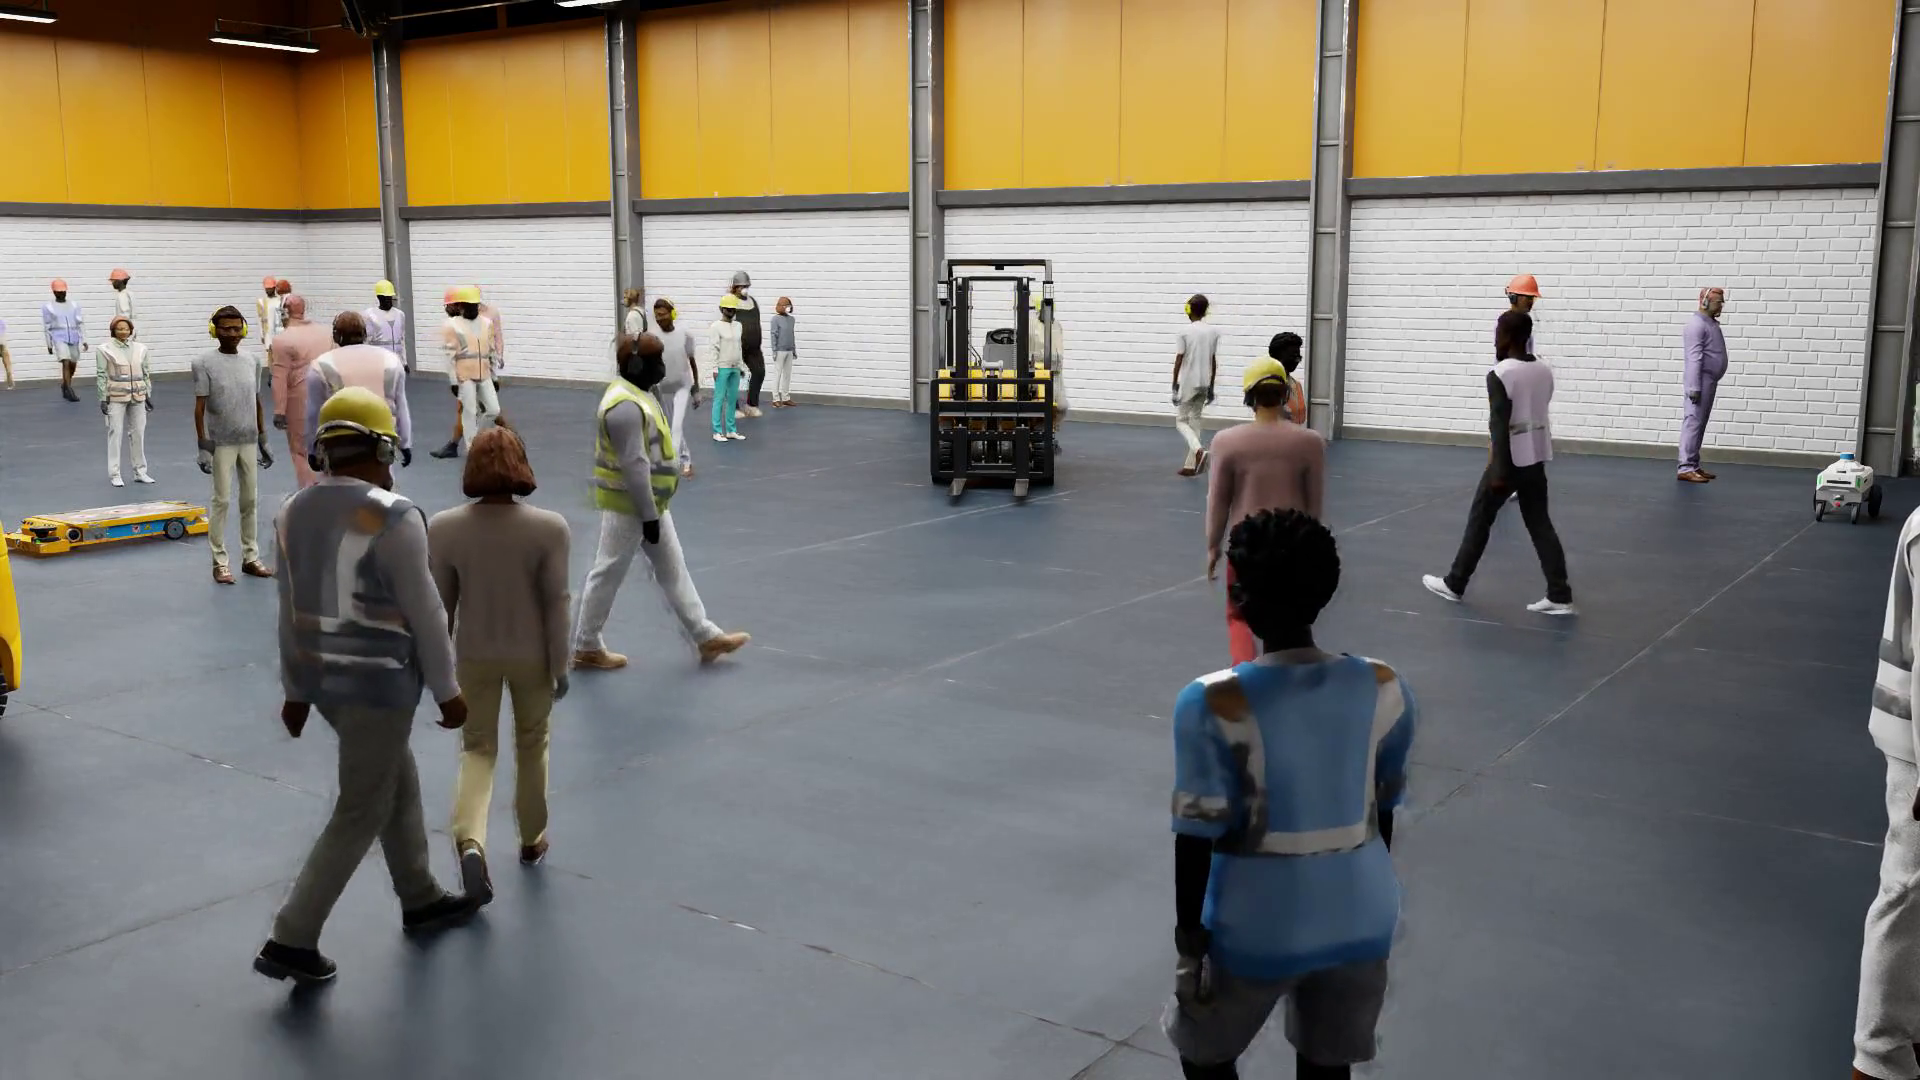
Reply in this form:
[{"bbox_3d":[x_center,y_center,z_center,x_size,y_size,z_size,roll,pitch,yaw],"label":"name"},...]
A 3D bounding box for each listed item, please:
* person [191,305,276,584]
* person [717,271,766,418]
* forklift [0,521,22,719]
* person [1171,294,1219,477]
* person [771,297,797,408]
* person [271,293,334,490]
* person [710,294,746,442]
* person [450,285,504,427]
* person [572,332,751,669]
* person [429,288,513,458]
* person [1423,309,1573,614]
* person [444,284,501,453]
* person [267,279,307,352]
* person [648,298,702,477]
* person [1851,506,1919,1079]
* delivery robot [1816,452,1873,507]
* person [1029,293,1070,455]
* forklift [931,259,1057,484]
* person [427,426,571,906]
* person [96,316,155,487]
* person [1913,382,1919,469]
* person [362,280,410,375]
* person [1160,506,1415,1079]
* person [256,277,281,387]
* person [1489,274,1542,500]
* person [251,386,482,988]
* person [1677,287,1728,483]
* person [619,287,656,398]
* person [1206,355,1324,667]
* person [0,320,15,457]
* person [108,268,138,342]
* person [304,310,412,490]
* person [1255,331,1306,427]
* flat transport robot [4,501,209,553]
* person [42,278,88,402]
[{"bbox_3d":[-4.893,-0.644,11.222,0.310,1.864,0.533,7,12,35],"label":"person"},{"bbox_3d":[-2.971,-2.677,22.803,0.703,2.000,0.586,-9,13,-44],"label":"person"},{"bbox_3d":[-5.296,-0.090,6.943,1.214,2.155,2.313,7,12,35],"label":"forklift"},{"bbox_3d":[2.357,-1.514,16.492,0.522,1.841,0.587,-4,11,-25],"label":"person"},{"bbox_3d":[-2.604,-2.779,24.625,0.266,1.631,0.507,7,12,35],"label":"person"},{"bbox_3d":[-5.554,-1.150,14.179,0.495,1.889,0.660,3,10,17],"label":"person"},{"bbox_3d":[-2.774,-2.063,19.972,0.324,1.765,0.533,7,12,35],"label":"person"},{"bbox_3d":[-6.267,-2.382,21.617,0.655,1.860,0.991,-3,10,-17],"label":"person"},{"bbox_3d":[-1.630,-0.192,8.744,0.970,1.787,0.646,0,10,-1],"label":"person"},{"bbox_3d":[-5.372,-1.854,18.441,1.056,1.878,0.554,-7,12,-36],"label":"person"},{"bbox_3d":[3.409,-0.490,10.310,0.627,1.861,1.019,-7,12,-36],"label":"person"},{"bbox_3d":[-5.128,-1.735,17.577,0.419,1.911,0.614,8,12,39],"label":"person"},{"bbox_3d":[-10.373,-3.071,25.637,0.592,1.866,0.632,-7,12,-37],"label":"person"},{"bbox_3d":[-2.831,-1.468,16.357,0.517,1.795,1.052,2,10,10],"label":"person"},{"bbox_3d":[2.486,0.526,4.197,0.337,1.881,0.584,7,12,35],"label":"person"},{"bbox_3d":[7.416,-0.492,13.931,0.477,0.478,0.707,7,12,35],"label":"delivery robot"},{"bbox_3d":[0.955,-1.822,18.394,0.610,1.809,0.439,-8,12,-40],"label":"person"},{"bbox_3d":[0.370,-1.738,16.759,1.214,2.155,2.313,1,10,3],"label":"forklift"},{"bbox_3d":[-1.582,0.416,5.696,0.502,1.607,0.737,-1,10,-5],"label":"person"},{"bbox_3d":[-8.043,-1.339,16.038,0.310,1.636,0.523,7,12,35],"label":"person"},{"bbox_3d":[7.208,-0.636,11.968,0.642,1.596,0.399,5,11,27],"label":"person"},{"bbox_3d":[-6.964,-2.189,20.238,0.382,1.924,0.594,7,12,35],"label":"person"},{"bbox_3d":[0.649,0.773,3.315,0.549,1.683,0.367,-3,10,-15],"label":"person"},{"bbox_3d":[-11.819,-3.588,28.698,0.559,1.887,0.994,-3,10,-17],"label":"person"},{"bbox_3d":[5.055,-1.388,15.127,0.389,2.039,0.614,7,12,35],"label":"person"},{"bbox_3d":[-1.852,0.430,5.059,0.576,1.790,0.844,7,12,37],"label":"person"},{"bbox_3d":[7.312,-1.523,16.340,0.403,1.904,0.651,7,12,35],"label":"person"},{"bbox_3d":[-4.420,-2.446,22.122,0.891,1.808,0.518,2,10,11],"label":"person"},{"bbox_3d":[1.382,0.039,7.550,0.527,1.741,0.530,1,10,4],"label":"person"},{"bbox_3d":[-10.646,-1.790,18.167,0.526,1.820,0.563,4,10,23],"label":"person"},{"bbox_3d":[-13.586,-3.390,27.047,0.390,2.041,0.614,-3,10,-15],"label":"person"},{"bbox_3d":[-4.101,-0.639,11.301,0.667,1.822,0.556,-6,11,-33],"label":"person"},{"bbox_3d":[2.131,-0.544,11.113,0.317,1.698,0.540,7,12,35],"label":"person"},{"bbox_3d":[-6.530,-0.116,12.817,0.652,0.197,1.431,7,12,35],"label":"flat transport robot"},{"bbox_3d":[-13.893,-3.104,25.776,0.921,1.904,0.547,9,13,42],"label":"person"}]
